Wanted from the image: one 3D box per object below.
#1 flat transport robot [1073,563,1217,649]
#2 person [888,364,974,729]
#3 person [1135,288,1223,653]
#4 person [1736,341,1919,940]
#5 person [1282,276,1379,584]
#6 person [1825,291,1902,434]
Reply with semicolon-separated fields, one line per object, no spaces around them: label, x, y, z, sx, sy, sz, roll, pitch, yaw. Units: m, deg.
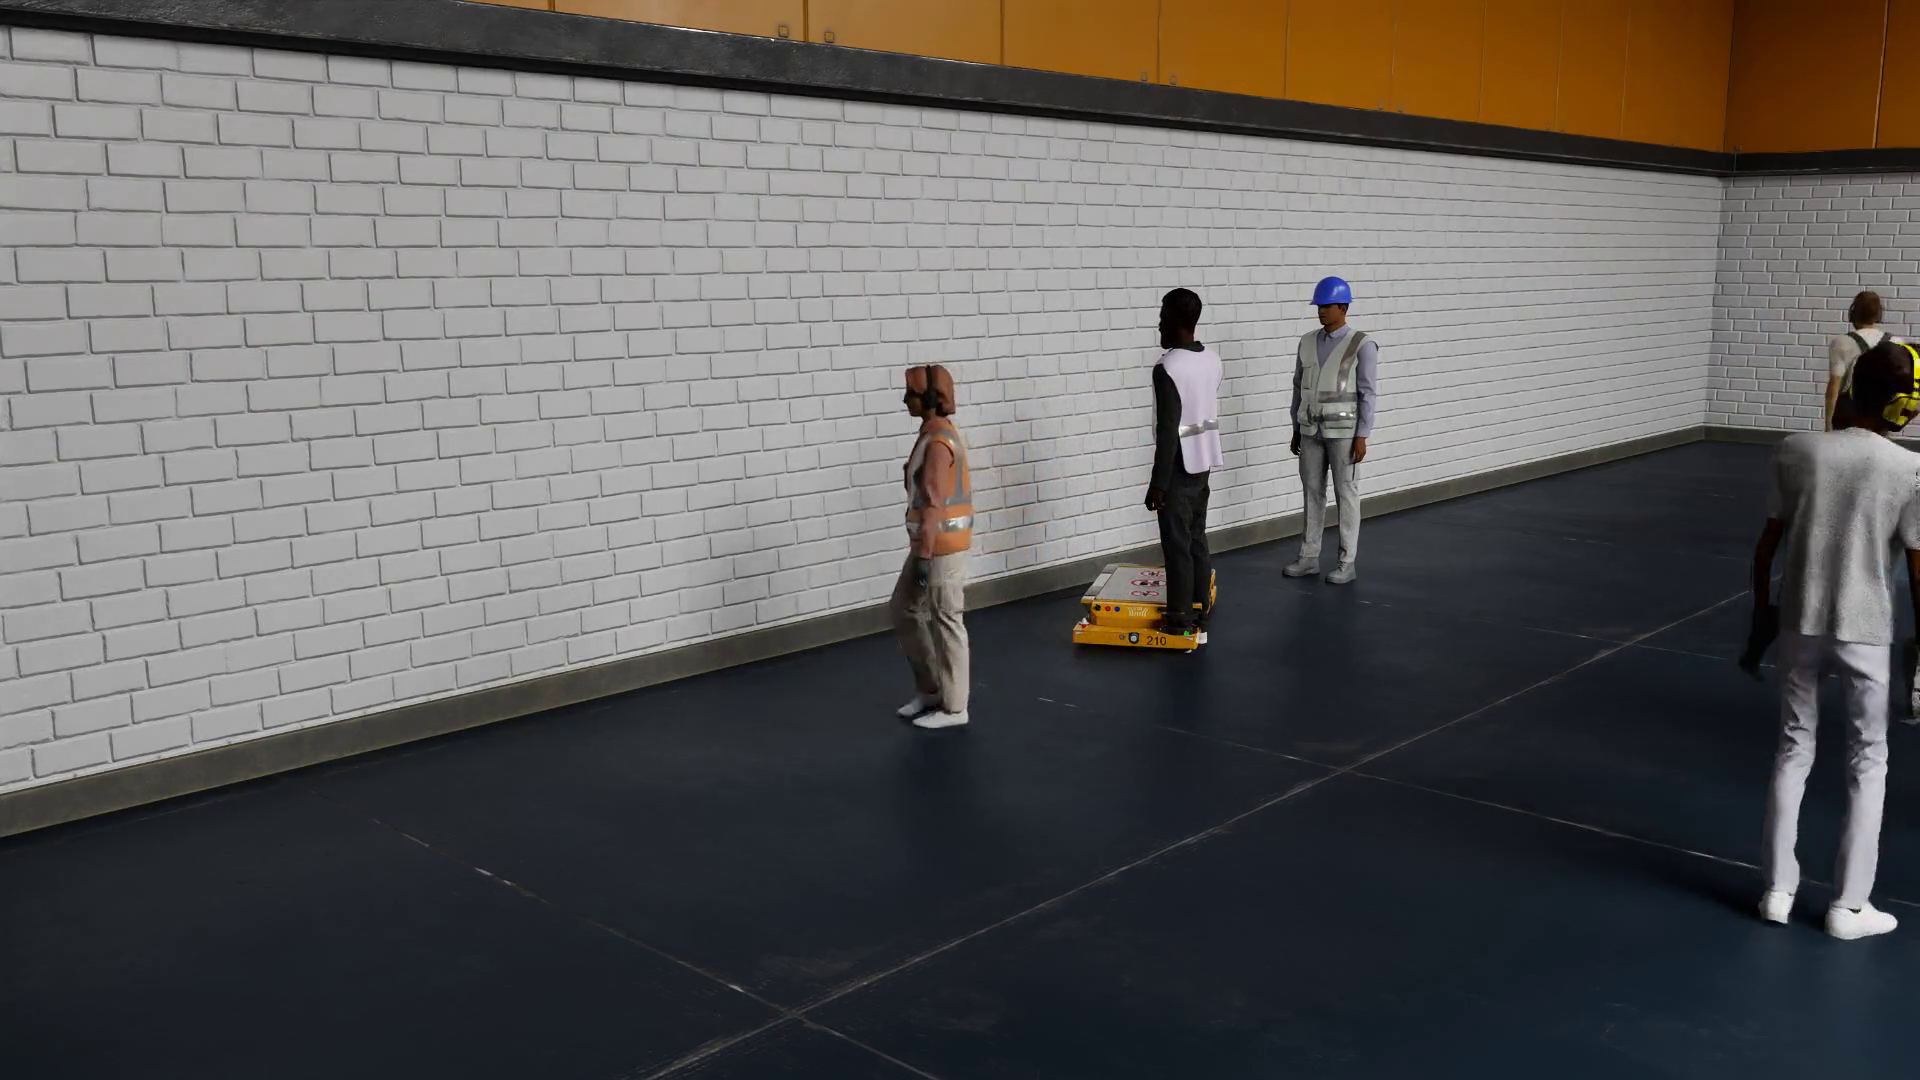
flat transport robot;1.072;0.352;9.410;0.652;0.197;1.431;2;10;13
person;-0.160;0.040;7.312;0.456;1.619;0.546;-1;10;-5
person;1.176;-0.361;8.784;0.392;1.919;0.591;6;12;31
person;2.713;0.332;5.169;0.341;1.876;0.577;-10;14;-44
person;2.368;-0.702;10.643;0.391;1.948;0.606;-9;13;-42
person;6.352;-0.850;11.828;0.524;1.828;0.592;1;10;6
